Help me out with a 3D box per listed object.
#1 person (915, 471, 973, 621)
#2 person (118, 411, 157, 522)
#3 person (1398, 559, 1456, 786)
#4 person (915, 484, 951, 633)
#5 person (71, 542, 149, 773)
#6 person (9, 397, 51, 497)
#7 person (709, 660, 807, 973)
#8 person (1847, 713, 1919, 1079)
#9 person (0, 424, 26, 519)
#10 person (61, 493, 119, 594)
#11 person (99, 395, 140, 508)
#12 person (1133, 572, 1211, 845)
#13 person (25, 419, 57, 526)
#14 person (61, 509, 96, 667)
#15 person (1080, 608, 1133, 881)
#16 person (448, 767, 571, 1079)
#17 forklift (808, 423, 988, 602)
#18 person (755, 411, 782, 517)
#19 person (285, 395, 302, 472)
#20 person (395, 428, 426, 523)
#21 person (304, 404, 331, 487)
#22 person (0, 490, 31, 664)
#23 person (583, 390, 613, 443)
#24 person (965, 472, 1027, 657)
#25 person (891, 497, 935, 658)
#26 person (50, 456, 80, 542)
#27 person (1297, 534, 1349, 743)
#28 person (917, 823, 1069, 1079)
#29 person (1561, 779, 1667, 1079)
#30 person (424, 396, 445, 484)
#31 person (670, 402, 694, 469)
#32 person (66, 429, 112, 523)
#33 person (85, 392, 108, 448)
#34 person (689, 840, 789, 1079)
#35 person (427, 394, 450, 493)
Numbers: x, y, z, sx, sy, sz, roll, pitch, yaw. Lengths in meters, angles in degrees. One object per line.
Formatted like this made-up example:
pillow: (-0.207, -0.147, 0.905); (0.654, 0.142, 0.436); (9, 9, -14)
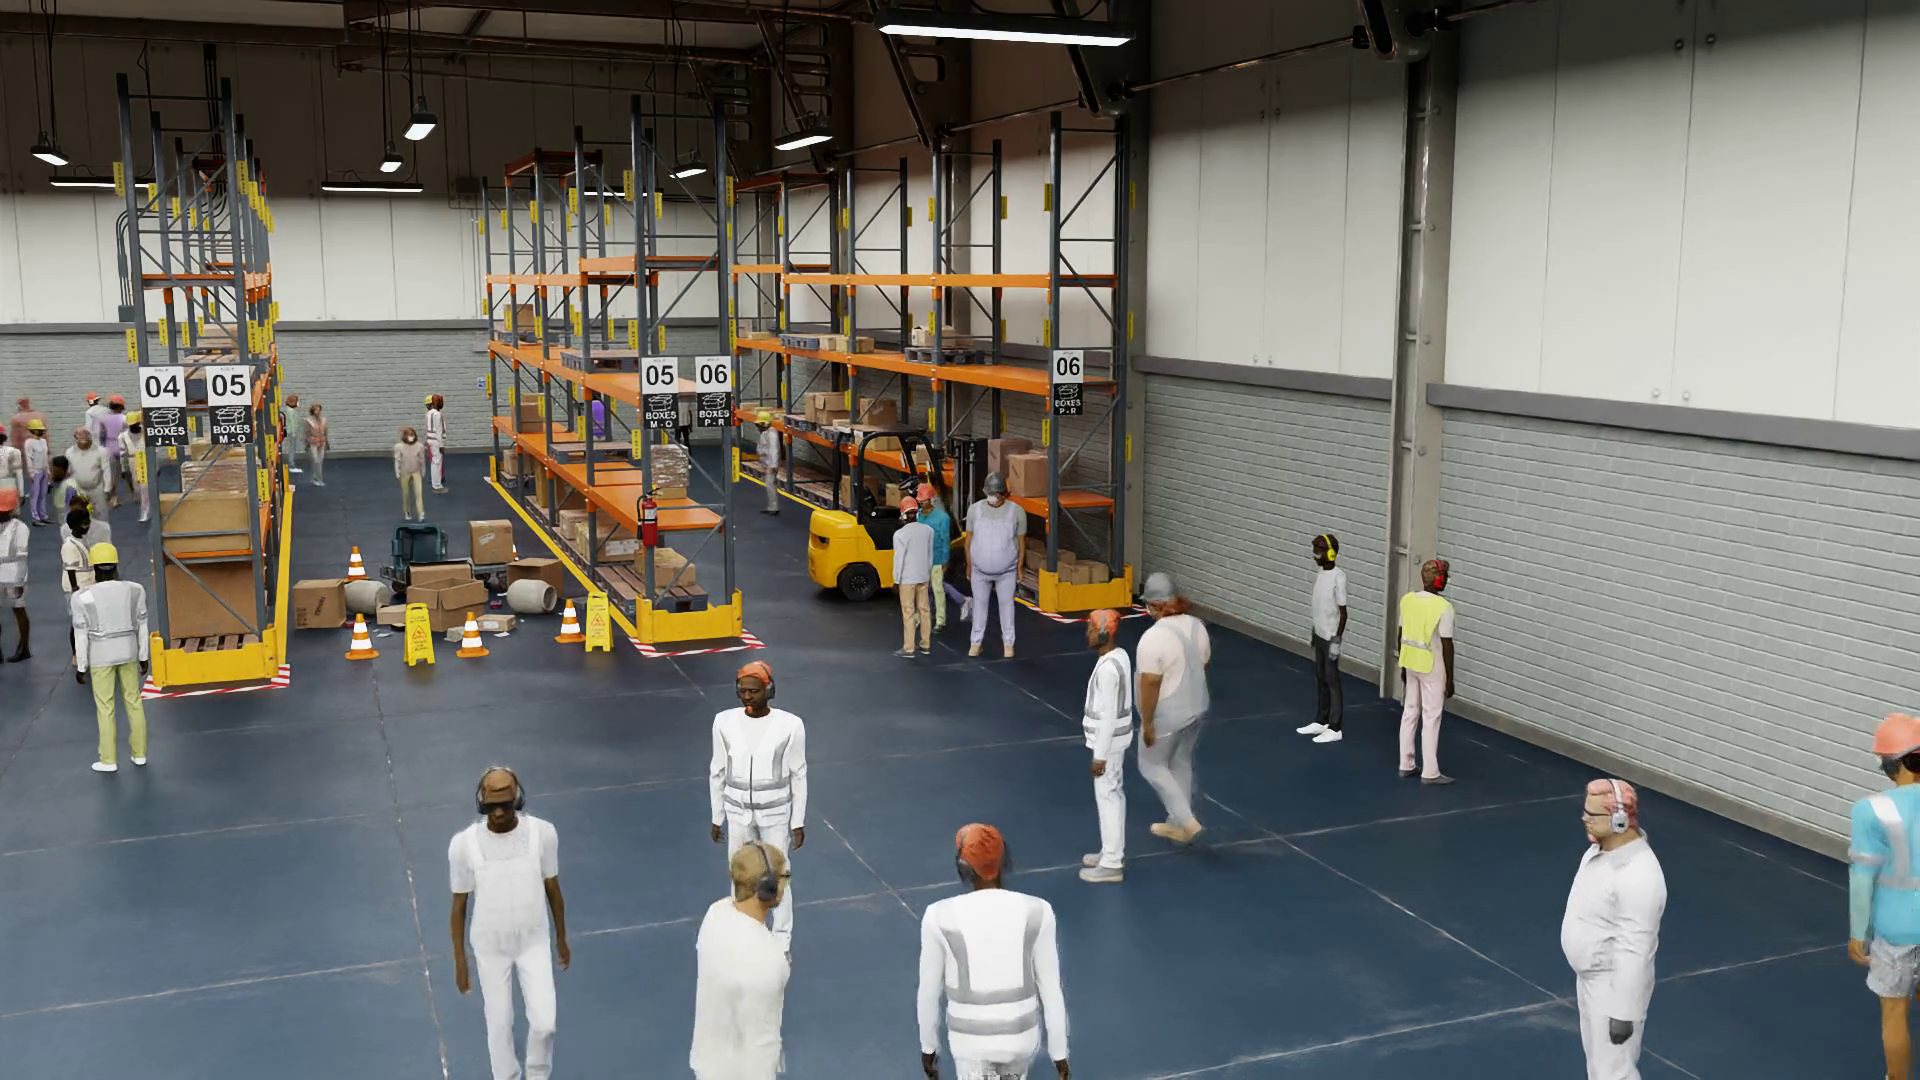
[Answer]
person: (-0.268, 0.085, 19.754); (0.775, 1.842, 0.514); (0, 9, 3)
person: (-13.857, -1.264, 28.136); (0.596, 1.886, 0.754); (-1, 9, -8)
person: (3.778, 1.070, 13.523); (0.375, 1.844, 0.567); (-5, 10, -28)
person: (-0.376, 0.210, 19.272); (0.558, 1.744, 0.346); (5, 10, 29)
person: (-7.071, 0.975, 13.864); (0.366, 1.926, 0.592); (8, 12, 41)
person: (-17.340, -1.717, 30.930); (0.425, 1.886, 0.649); (4, 10, 23)
person: (-1.195, 1.639, 9.823); (0.584, 1.882, 0.349); (1, 9, 8)
person: (4.602, 1.862, 8.016); (0.622, 2.014, 0.683); (-1, 9, -5)
person: (-13.970, -0.706, 24.241); (0.624, 1.994, 1.057); (-4, 10, -21)
person: (-9.271, 0.394, 17.787); (0.552, 1.843, 0.700); (-3, 9, -15)
person: (-15.060, -1.604, 29.854); (0.637, 1.993, 1.006); (-1, 9, -5)
person: (1.525, 1.214, 12.005); (0.719, 2.000, 0.615); (-9, 12, -43)
person: (-15.232, -1.115, 27.530); (0.313, 1.769, 0.523); (0, 9, 2)
person: (-9.305, 0.502, 17.598); (0.322, 1.685, 0.542); (-1, 9, -9)
person: (1.009, 1.389, 11.394); (0.340, 1.883, 0.583); (2, 9, 12)
person: (-2.144, 1.962, 7.954); (0.558, 1.828, 0.436); (-3, 10, -19)
forklift: (-0.830, -0.399, 21.676); (2.313, 2.155, 1.214); (-4, 10, -21)
person: (-3.288, -1.297, 28.527); (0.420, 1.820, 0.640); (-4, 10, -25)
person: (-14.039, -2.239, 35.022); (0.268, 1.630, 0.507); (-4, 10, -23)
person: (-9.214, -1.086, 27.899); (0.507, 1.587, 0.846); (-4, 10, -24)
person: (-12.545, -1.846, 32.537); (0.433, 1.623, 0.539); (5, 10, 27)
person: (-10.097, 0.399, 17.594); (0.578, 1.891, 0.704); (1, 9, 5)
person: (-7.384, -2.159, 33.871); (0.634, 1.839, 0.429); (-5, 10, -29)
person: (0.373, 0.263, 17.994); (0.674, 2.000, 0.535); (1, 9, 8)
person: (-0.530, 0.399, 18.058); (0.561, 1.745, 0.339); (-8, 12, -43)
person: (-11.296, -0.157, 21.162); (0.459, 1.873, 0.681); (-7, 11, -38)
person: (3.245, 0.865, 14.763); (0.327, 1.865, 0.518); (-2, 9, -12)
person: (0.142, 2.114, 7.003); (0.621, 1.828, 1.014); (-2, 9, -11)
person: (2.913, 2.000, 7.514); (0.401, 1.899, 0.647); (1, 9, 6)
person: (-10.457, -2.000, 33.161); (0.471, 1.743, 0.602); (3, 10, 18)
person: (-5.941, -2.435, 35.554); (0.516, 1.858, 0.324); (-6, 11, -34)
person: (-13.030, -0.741, 24.909); (0.668, 1.839, 1.003); (-2, 9, -12)
person: (-17.771, -2.167, 34.223); (0.349, 1.743, 0.563); (2, 9, 14)
person: (-0.834, 2.134, 6.616); (0.440, 1.929, 0.633); (-5, 10, -30)
person: (-9.956, -1.831, 31.691); (0.359, 1.880, 0.575); (-5, 10, -29)
